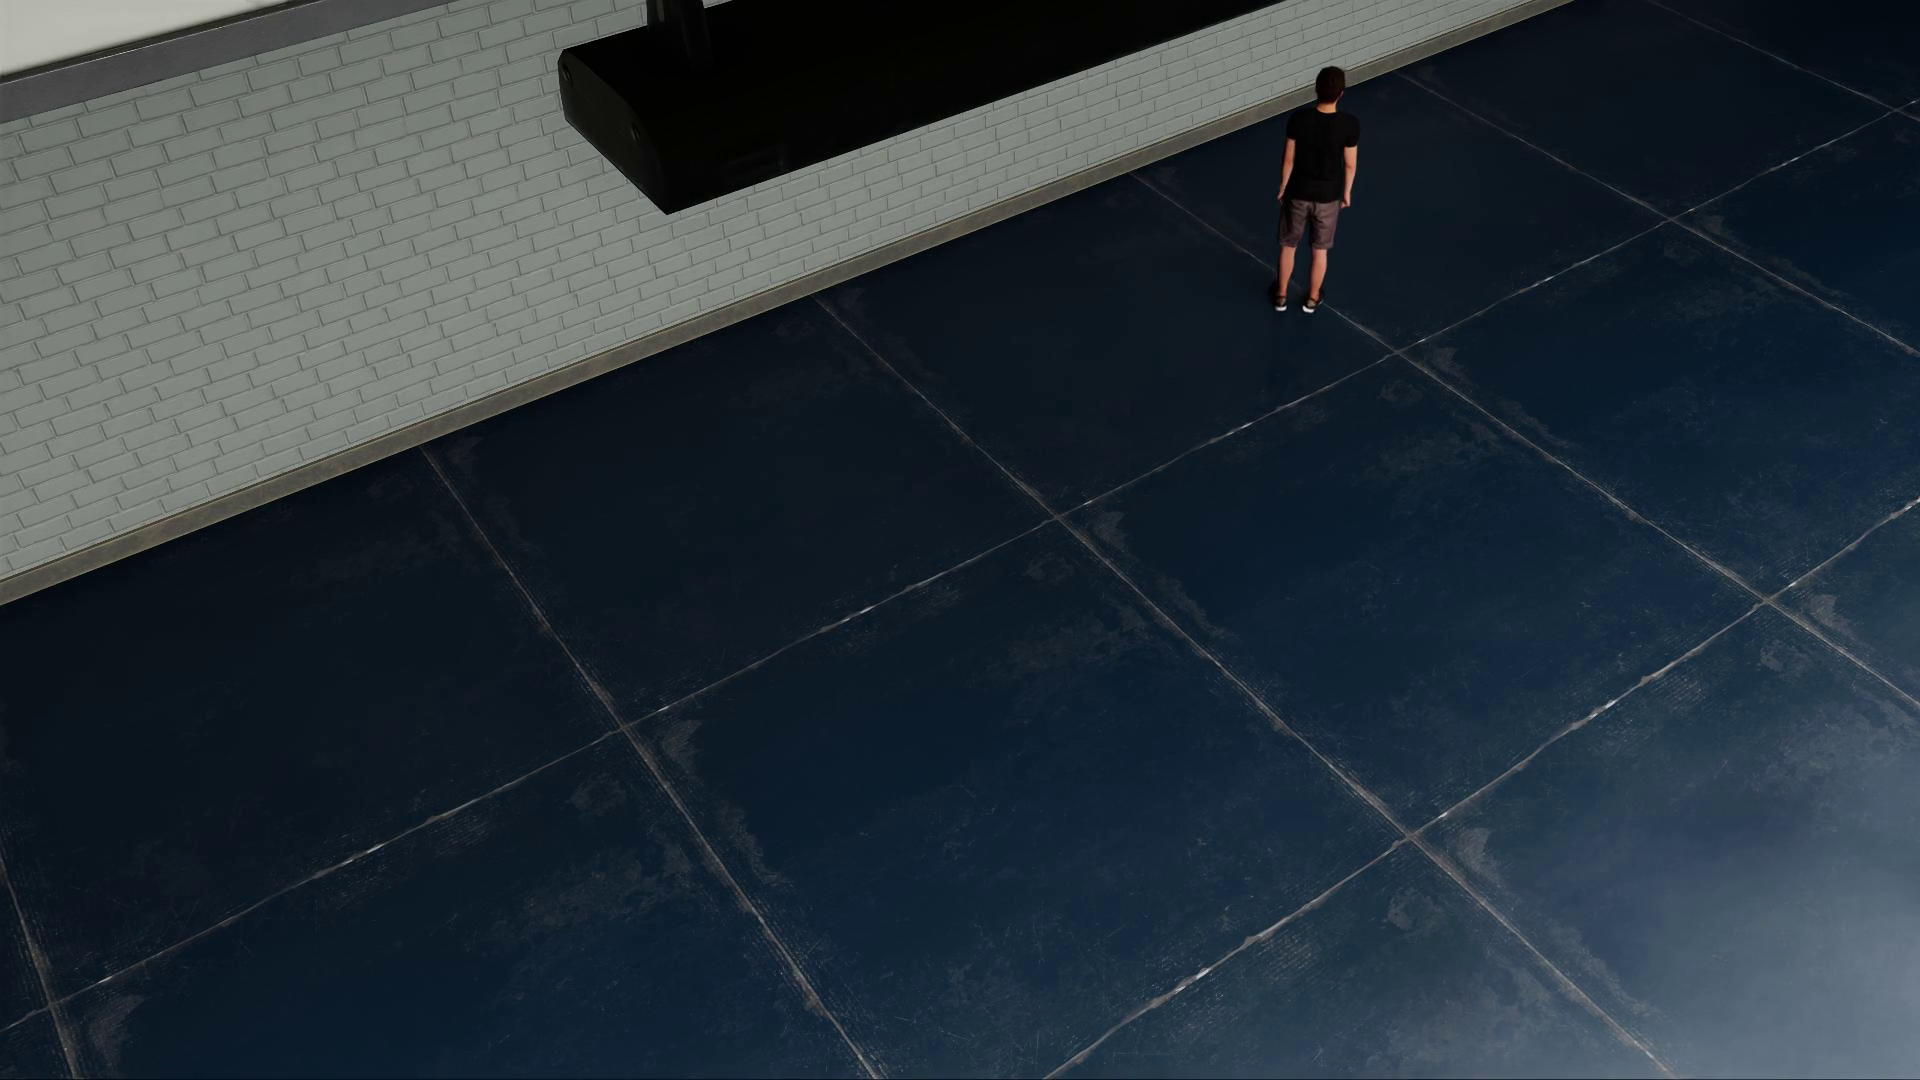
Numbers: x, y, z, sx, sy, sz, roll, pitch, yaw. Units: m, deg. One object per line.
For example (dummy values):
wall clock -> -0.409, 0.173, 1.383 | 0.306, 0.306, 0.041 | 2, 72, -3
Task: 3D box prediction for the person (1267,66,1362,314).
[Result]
person -> 2.424, -2.392, 11.439 | 0.755, 1.862, 0.815 | 7, 43, 7
